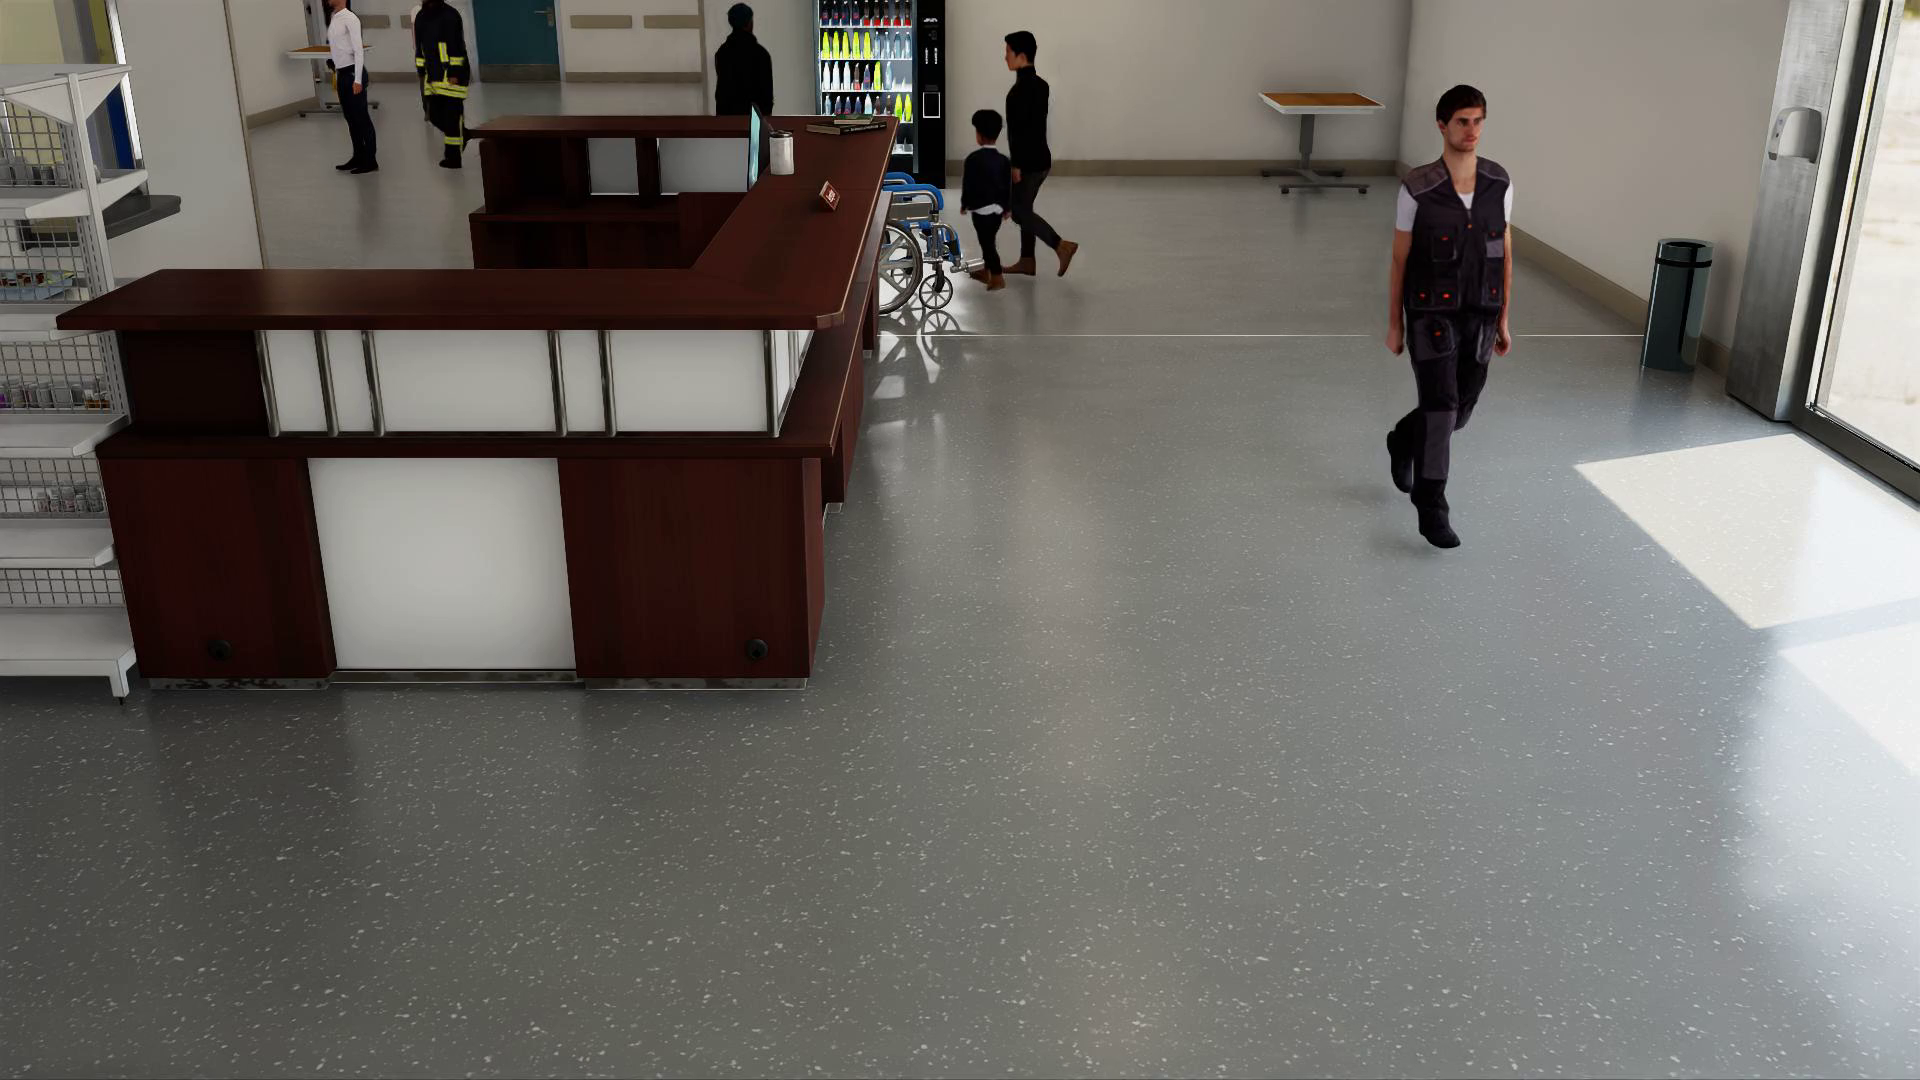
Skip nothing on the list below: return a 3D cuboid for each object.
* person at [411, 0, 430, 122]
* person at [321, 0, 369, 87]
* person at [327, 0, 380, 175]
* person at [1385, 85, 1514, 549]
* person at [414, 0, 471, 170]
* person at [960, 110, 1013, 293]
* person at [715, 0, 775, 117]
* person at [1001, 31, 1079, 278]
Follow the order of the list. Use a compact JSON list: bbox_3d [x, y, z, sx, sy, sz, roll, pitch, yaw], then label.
[{"bbox_3d":[-6.617,-6.108,20.806,0.613,1.654,0.722,-11,23,-26],"label":"person"},{"bbox_3d":[-8.313,-6.864,22.470,0.866,1.889,0.793,6,22,16],"label":"person"},{"bbox_3d":[-6.086,-4.641,16.631,0.769,1.868,0.717,-18,27,-39],"label":"person"},{"bbox_3d":[1.994,-0.933,6.905,1.097,1.822,0.865,-4,21,-12],"label":"person"},{"bbox_3d":[-5.155,-4.736,16.827,0.972,1.907,1.006,9,22,21],"label":"person"},{"bbox_3d":[0.203,-2.270,11.257,0.825,1.202,0.810,-11,23,-27],"label":"person"},{"bbox_3d":[-1.747,-3.330,13.263,1.055,1.802,1.021,11,23,27],"label":"person"},{"bbox_3d":[0.537,-2.640,11.586,1.024,1.699,0.889,11,24,27],"label":"person"}]
